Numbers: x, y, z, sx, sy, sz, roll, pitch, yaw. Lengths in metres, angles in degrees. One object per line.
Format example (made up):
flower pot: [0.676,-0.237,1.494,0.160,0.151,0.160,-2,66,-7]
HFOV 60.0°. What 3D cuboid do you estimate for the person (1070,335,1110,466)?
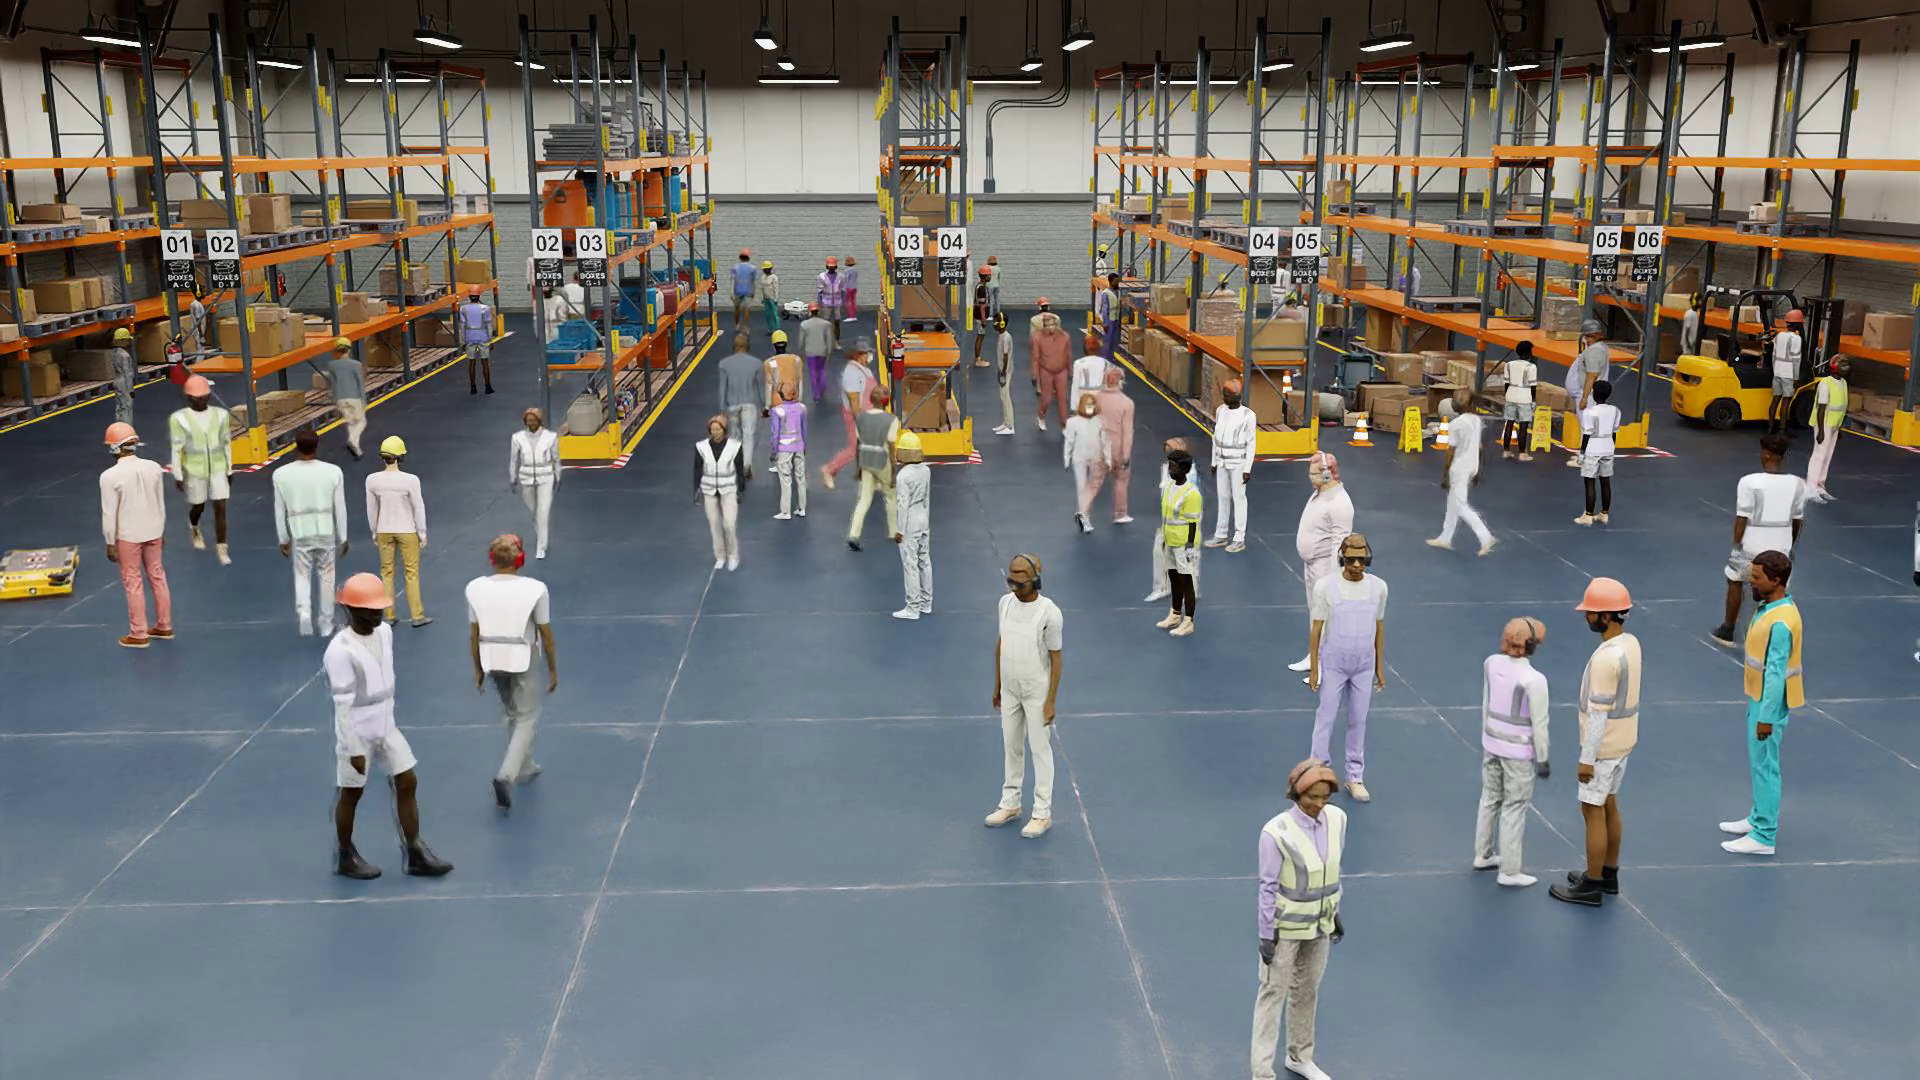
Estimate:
person: [1.784,-1.836,22.443,0.583,1.857,0.839,-9,16,-33]

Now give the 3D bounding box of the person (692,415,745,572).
person: [-2.492,-0.471,17.160,0.518,1.620,0.502,1,13,3]

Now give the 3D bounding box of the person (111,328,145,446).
person: [-12.240,-2.239,24.415,0.483,1.734,0.343,12,18,42]

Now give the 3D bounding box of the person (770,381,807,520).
person: [-2.009,-1.049,19.575,0.511,1.639,0.308,-12,18,-42]

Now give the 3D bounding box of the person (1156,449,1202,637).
person: [1.975,0.019,14.942,0.319,1.694,0.533,-5,14,-21]

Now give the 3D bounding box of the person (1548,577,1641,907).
person: [3.691,1.161,9.610,0.391,1.926,0.546,10,16,35]

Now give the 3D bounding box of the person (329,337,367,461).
person: [-8.559,-1.953,23.213,0.553,1.725,0.636,1,13,6]

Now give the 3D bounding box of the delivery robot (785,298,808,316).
delivery robot: [-4.126,-5.895,42.222,0.707,0.478,0.477,12,18,43]

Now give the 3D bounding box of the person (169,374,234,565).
person: [-8.023,-0.771,17.607,0.615,2.018,0.858,-10,17,-37]

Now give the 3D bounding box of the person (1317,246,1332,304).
person: [9.433,-6.687,43.047,0.597,1.829,0.404,0,13,0]

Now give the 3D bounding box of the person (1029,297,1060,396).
person: [1.489,-3.427,29.449,0.561,1.734,0.381,-3,14,-12]

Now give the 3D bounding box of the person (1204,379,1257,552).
person: [2.942,-0.813,18.042,0.355,1.887,0.573,-10,16,-36]

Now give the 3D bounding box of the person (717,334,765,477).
person: [-2.917,-1.804,22.262,0.632,1.889,1.030,-1,13,-3]

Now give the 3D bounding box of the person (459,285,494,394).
person: [-8.582,-3.560,29.570,0.552,1.935,0.369,-2,13,-7]

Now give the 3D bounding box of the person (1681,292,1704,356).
person: [12.704,-3.365,28.912,0.309,1.862,0.531,10,17,36]

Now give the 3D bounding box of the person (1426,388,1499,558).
person: [5.444,-0.720,17.820,0.521,1.819,0.872,-11,17,-39]

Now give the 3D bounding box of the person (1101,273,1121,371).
person: [2.977,-4.268,32.667,0.412,1.929,0.607,8,15,30]

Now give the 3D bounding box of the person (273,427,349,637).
person: [-5.741,-0.046,14.760,0.592,1.902,0.523,-4,14,-16]

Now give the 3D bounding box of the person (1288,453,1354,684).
person: [2.948,0.229,13.604,0.406,1.901,0.639,-1,13,-5]

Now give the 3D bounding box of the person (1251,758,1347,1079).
person: [1.557,1.775,7.616,0.524,1.636,0.311,-9,16,-33]

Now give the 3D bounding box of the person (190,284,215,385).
person: [-14.009,-3.780,30.684,0.327,1.861,0.508,-7,15,-26]

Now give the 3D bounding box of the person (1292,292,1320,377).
person: [6.597,-3.907,31.691,0.498,1.633,0.278,9,16,32]

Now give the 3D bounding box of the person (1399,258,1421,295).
person: [10.441,-5.677,38.773,0.429,1.837,0.629,-5,14,-21]

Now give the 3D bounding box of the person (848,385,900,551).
person: [-0.933,-0.790,18.151,0.568,1.803,0.934,7,15,28]

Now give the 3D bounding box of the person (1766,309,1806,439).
person: [12.479,-2.503,25.089,0.369,1.939,0.542,-2,13,-9]

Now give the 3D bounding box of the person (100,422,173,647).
person: [-7.244,-0.047,14.596,0.402,1.984,0.605,6,15,25]

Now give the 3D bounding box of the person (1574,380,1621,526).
person: [7.377,-1.003,19.264,0.540,1.690,0.317,-6,14,-23]

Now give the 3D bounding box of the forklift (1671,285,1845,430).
forklift: [12.503,-2.886,26.166,2.313,2.155,1.214,-1,13,-3]

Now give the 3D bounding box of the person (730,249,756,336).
person: [-5.090,-5.823,39.044,0.615,1.992,1.010,-3,14,-13]

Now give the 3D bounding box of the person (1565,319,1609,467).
person: [8.593,-2.026,22.849,0.538,2.000,0.681,7,15,29]

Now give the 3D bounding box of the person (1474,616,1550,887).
person: [3.264,1.247,9.858,0.324,1.636,0.530,-5,14,-20]

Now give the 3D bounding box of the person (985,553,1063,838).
person: [0.413,0.973,10.574,0.506,1.842,0.346,11,17,39]

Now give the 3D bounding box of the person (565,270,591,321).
person: [-7.951,-4.727,34.770,0.569,1.826,0.455,1,13,5]
